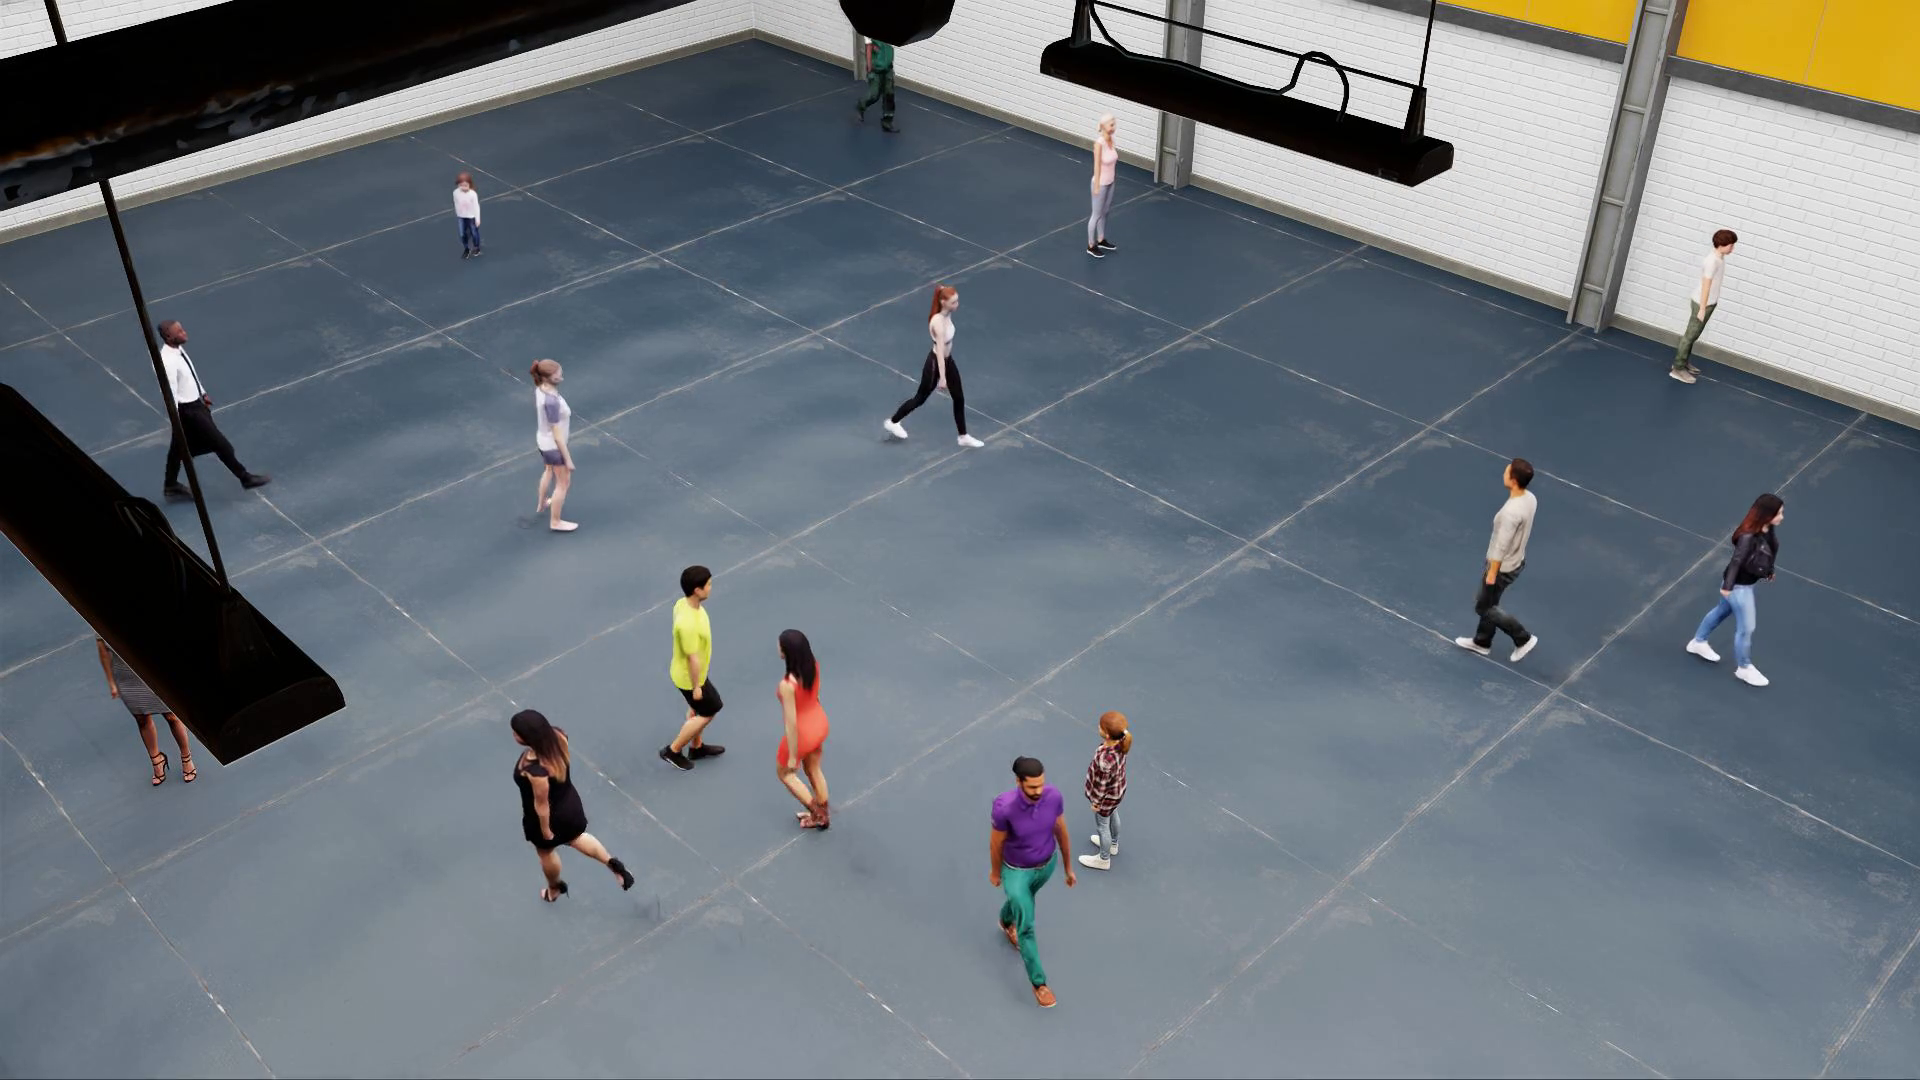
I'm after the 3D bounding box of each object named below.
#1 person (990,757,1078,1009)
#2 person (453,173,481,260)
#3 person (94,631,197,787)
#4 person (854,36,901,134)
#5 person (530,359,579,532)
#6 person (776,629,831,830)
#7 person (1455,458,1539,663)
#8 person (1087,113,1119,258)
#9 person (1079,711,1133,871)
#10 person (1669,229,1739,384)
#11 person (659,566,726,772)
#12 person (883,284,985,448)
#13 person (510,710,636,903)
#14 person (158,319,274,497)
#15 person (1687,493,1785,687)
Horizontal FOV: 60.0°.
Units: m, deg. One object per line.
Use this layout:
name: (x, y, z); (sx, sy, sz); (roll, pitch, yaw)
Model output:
person: (0.386, 2.001, 10.499); (0.869, 1.722, 1.193); (-17, 37, -24)
person: (-5.921, -3.926, 19.988); (0.594, 1.089, 0.655); (2, 34, 3)
person: (-5.853, 0.998, 11.918); (0.680, 1.822, 0.717); (-4, 34, -6)
person: (-1.179, -6.664, 23.447); (0.683, 1.820, 0.992); (-27, 42, -34)
person: (-3.647, -0.840, 14.766); (0.927, 1.731, 0.666); (-25, 41, -33)
person: (-1.005, 1.374, 11.461); (0.718, 1.702, 0.726); (16, 37, 23)
person: (4.384, 0.209, 13.133); (0.942, 1.792, 0.795); (17, 37, 24)
person: (1.712, -4.287, 19.957); (0.552, 1.725, 0.589); (23, 40, 30)
person: (1.012, 1.694, 11.337); (0.605, 1.306, 0.596); (16, 37, 22)
person: (7.719, -2.457, 17.269); (0.587, 1.653, 0.620); (20, 39, 28)
person: (-2.036, 0.959, 12.102); (0.883, 1.684, 0.834); (-6, 34, -9)
person: (-0.296, -1.646, 16.012); (1.302, 1.694, 1.056); (8, 34, 11)
person: (-2.566, 1.778, 10.865); (1.055, 1.689, 0.947); (6, 34, 9)
person: (-7.141, -1.153, 15.188); (1.143, 1.785, 1.252); (-8, 34, -12)
person: (6.091, 0.311, 13.140); (0.913, 1.614, 0.671); (26, 42, 33)
